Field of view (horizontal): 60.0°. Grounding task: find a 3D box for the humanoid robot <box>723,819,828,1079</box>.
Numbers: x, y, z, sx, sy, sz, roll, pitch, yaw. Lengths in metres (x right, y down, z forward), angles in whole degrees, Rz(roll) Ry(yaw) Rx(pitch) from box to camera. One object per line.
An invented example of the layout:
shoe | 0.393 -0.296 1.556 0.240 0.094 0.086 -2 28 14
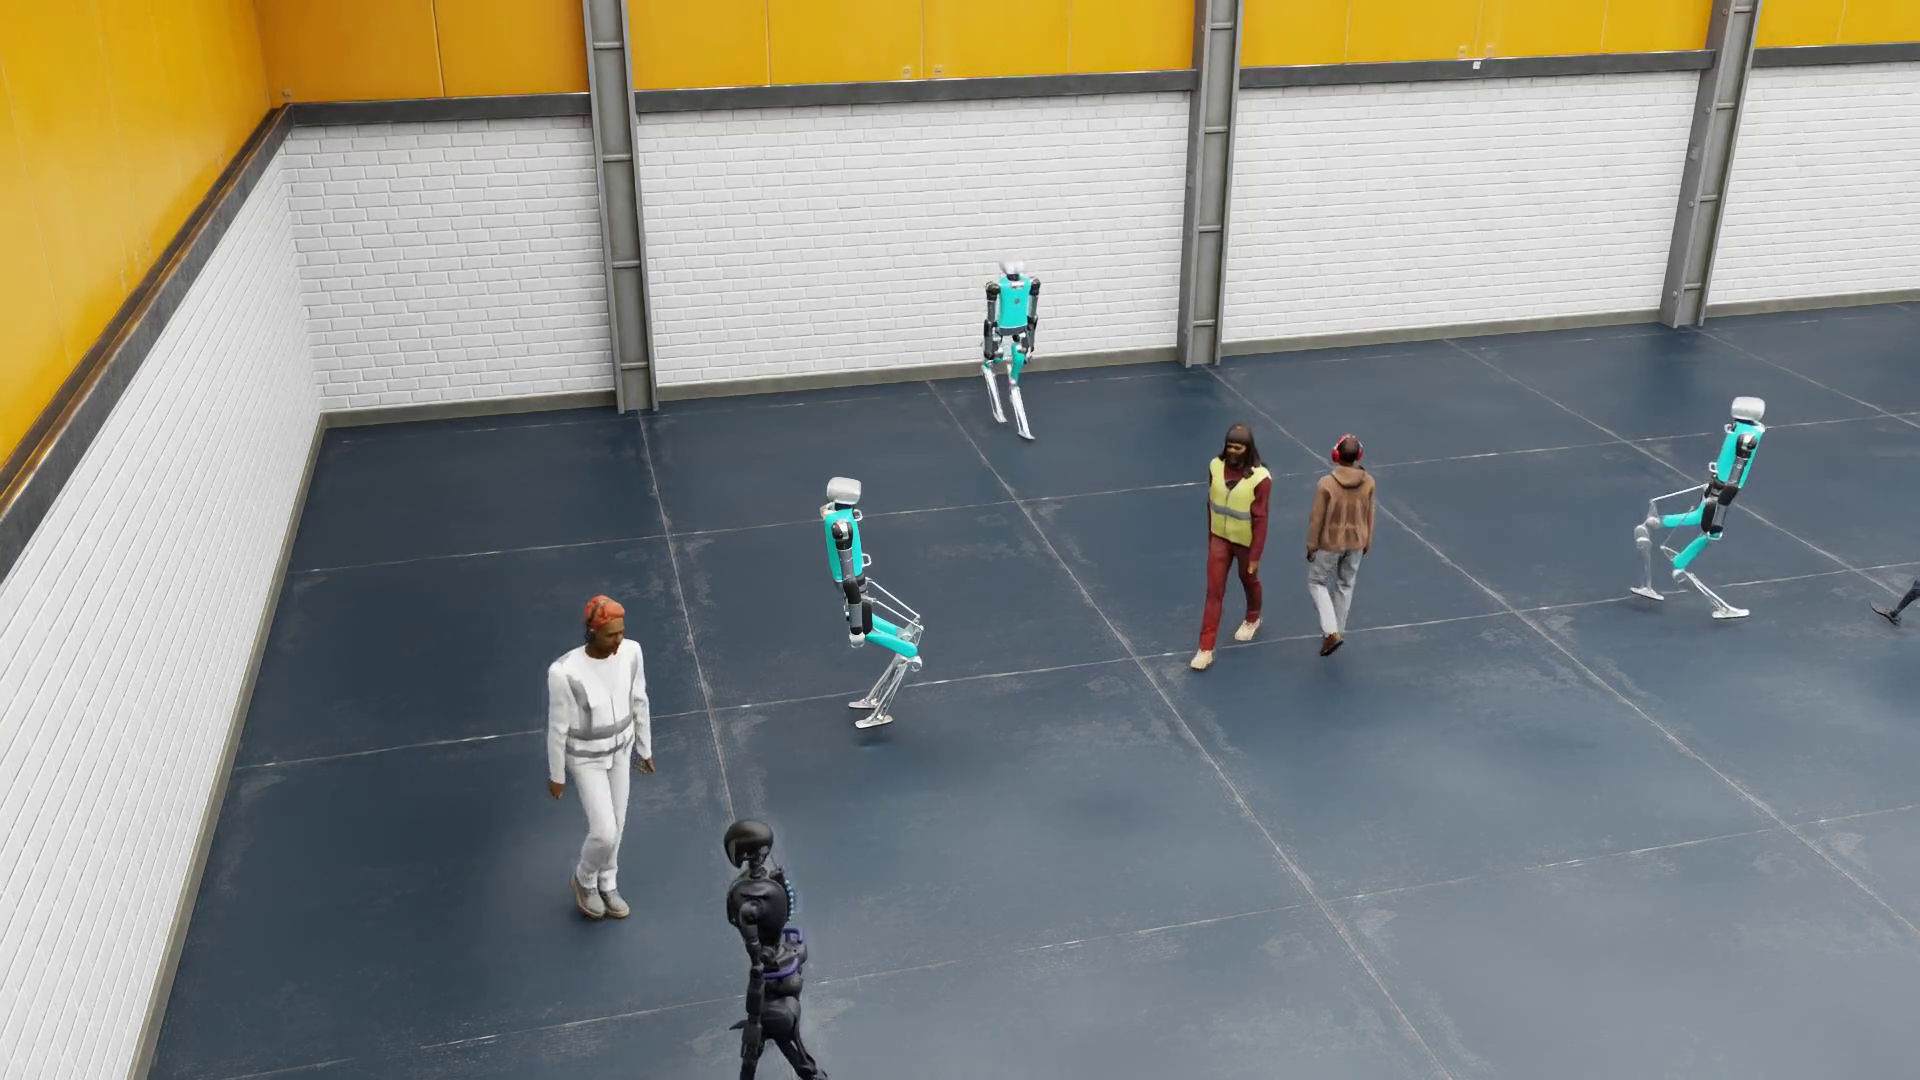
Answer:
humanoid robot | -0.806 1.937 7.283 0.738 1.630 0.585 1 24 1

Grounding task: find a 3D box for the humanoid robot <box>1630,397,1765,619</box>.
humanoid robot | 5.305 -0.220 12.083 1.029 1.753 0.543 9 25 19

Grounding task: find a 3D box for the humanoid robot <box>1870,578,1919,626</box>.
humanoid robot | 7.095 -0.073 11.835 0.600 1.620 0.799 -22 32 -40

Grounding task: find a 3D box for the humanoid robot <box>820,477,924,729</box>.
humanoid robot | -0.492 0.390 10.487 0.735 1.677 0.533 -3 24 -8

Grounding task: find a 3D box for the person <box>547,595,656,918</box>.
person | -1.862 1.156 8.747 0.430 1.866 0.603 19 30 37

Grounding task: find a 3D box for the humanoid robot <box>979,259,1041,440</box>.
humanoid robot | 0.395 -1.838 15.734 0.532 1.774 0.855 -9 25 -20

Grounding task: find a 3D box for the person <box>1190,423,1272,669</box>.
person | 1.923 0.002 11.546 0.486 1.727 0.915 15 28 30

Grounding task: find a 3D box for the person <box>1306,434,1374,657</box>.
person | 2.642 0.056 11.528 0.480 1.643 0.492 -3 24 -7
